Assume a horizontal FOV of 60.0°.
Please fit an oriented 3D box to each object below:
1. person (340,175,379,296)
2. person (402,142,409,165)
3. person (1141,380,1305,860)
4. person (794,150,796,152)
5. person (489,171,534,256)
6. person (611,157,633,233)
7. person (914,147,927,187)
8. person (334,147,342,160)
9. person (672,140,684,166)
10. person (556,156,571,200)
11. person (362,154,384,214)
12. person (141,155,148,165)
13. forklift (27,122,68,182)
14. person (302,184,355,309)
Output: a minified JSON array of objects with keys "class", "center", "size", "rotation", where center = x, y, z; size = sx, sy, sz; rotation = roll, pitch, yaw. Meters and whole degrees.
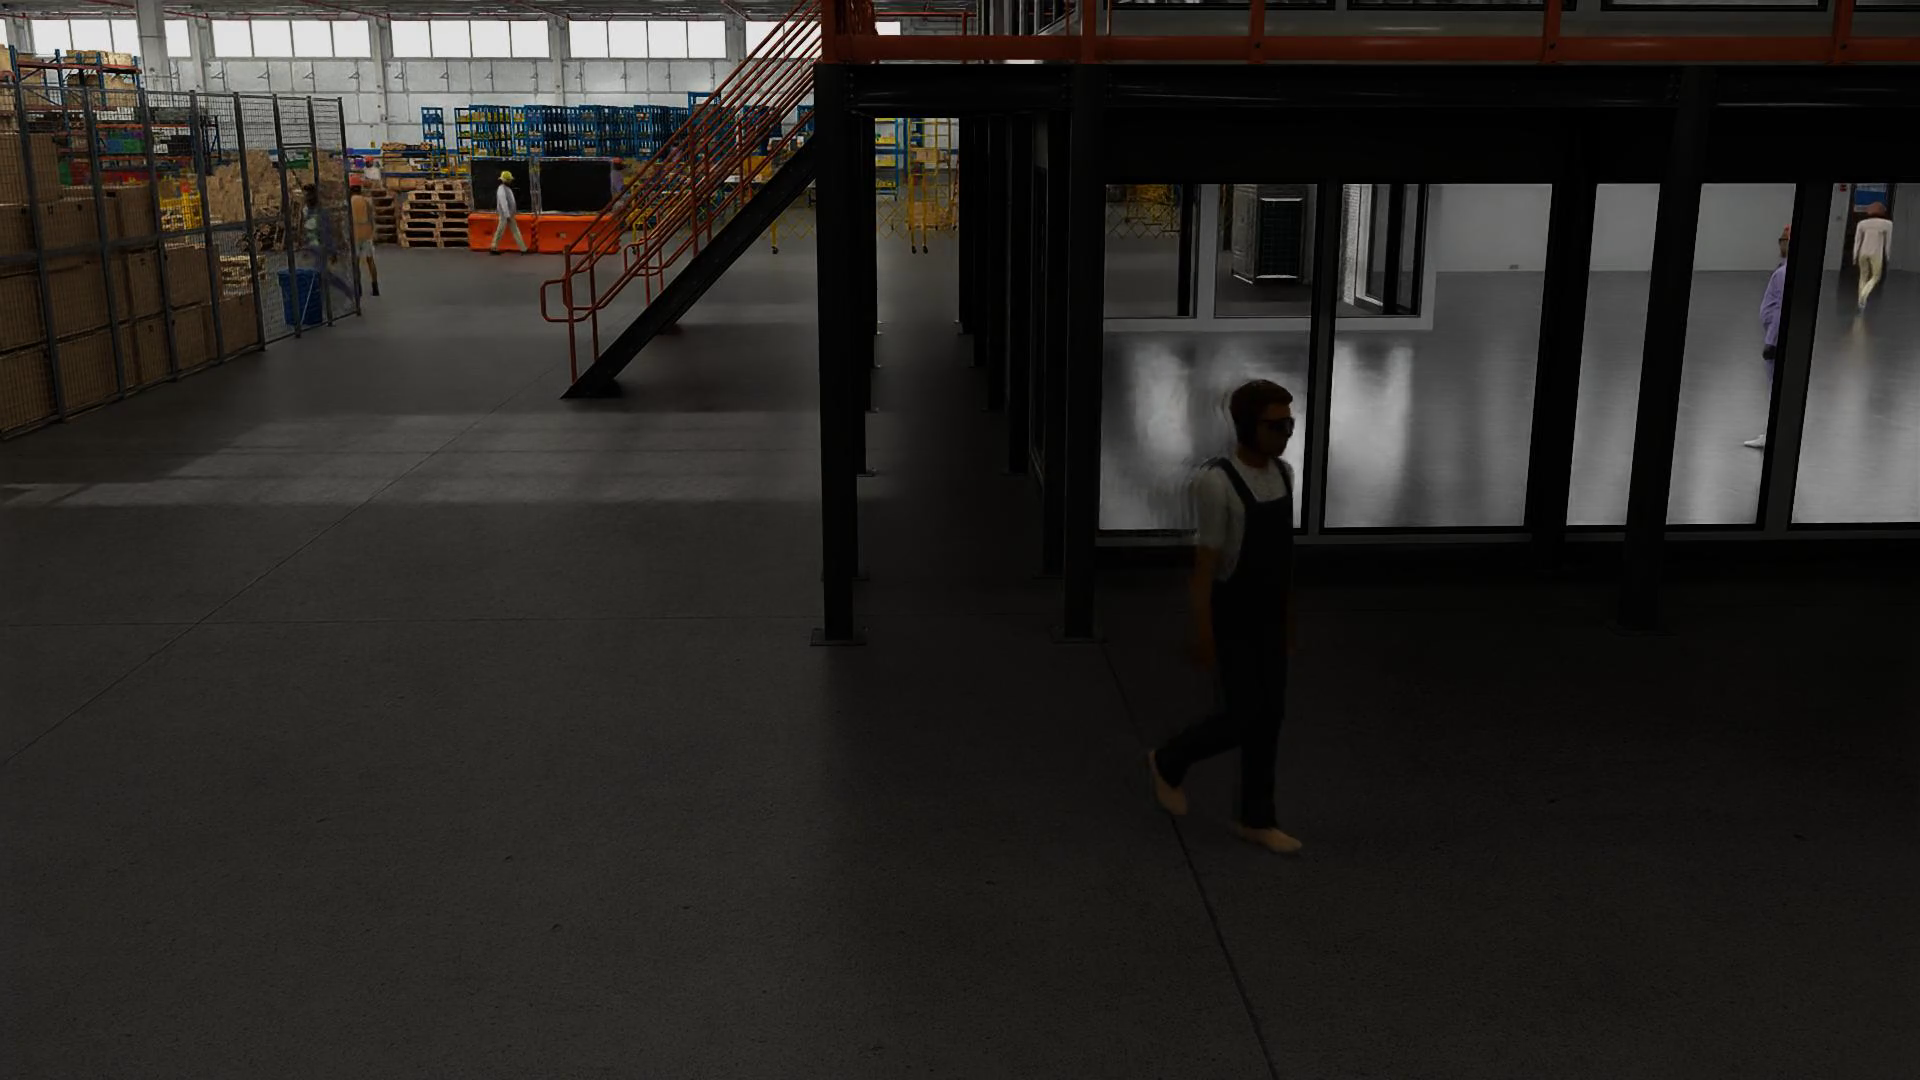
[{"class":"person","center":[-9.718,-4.926,26.947],"size":[0.552,1.935,0.376],"rotation":[-8,16,-29]},{"class":"person","center":[-30.774,-21.207,92.427],"size":[0.568,1.732,0.585],"rotation":[-5,15,-18]},{"class":"person","center":[1.053,0.295,6.302],"size":[0.584,1.830,0.510],"rotation":[13,19,43]},{"class":"person","center":[-8.305,-19.359,84.520],"size":[0.389,1.986,0.608],"rotation":[-6,15,-23]},{"class":"person","center":[-9.543,-6.869,35.032],"size":[0.954,1.784,0.602],"rotation":[1,14,3]},{"class":"person","center":[-8.580,-8.735,42.206],"size":[0.736,1.910,0.548],"rotation":[0,14,-1]},{"class":"person","center":[-1.713,-16.264,72.641],"size":[0.675,1.742,0.529],"rotation":[2,14,7]},{"class":"person","center":[-25.181,-14.981,67.382],"size":[0.545,1.808,0.623],"rotation":[-2,14,-9]},{"class":"person","center":[-13.400,-17.995,79.085],"size":[0.616,1.985,1.093],"rotation":[-1,14,-3]},{"class":"person","center":[-14.051,-12.785,58.961],"size":[0.507,1.633,0.278],"rotation":[-4,15,-17]},{"class":"person","center":[-15.329,-9.149,43.736],"size":[0.633,1.977,0.723],"rotation":[8,16,31]},{"class":"person","center":[-40.538,-18.931,82.907],"size":[0.404,1.938,0.602],"rotation":[11,18,37]},{"class":"forklift","center":[-35.376,-14.773,64.377],"size":[1.129,2.768,1.873],"rotation":[-1,14,-2]},{"class":"person","center":[-9.376,-4.300,24.539],"size":[0.851,1.891,0.591],"rotation":[-12,19,-40]}]
